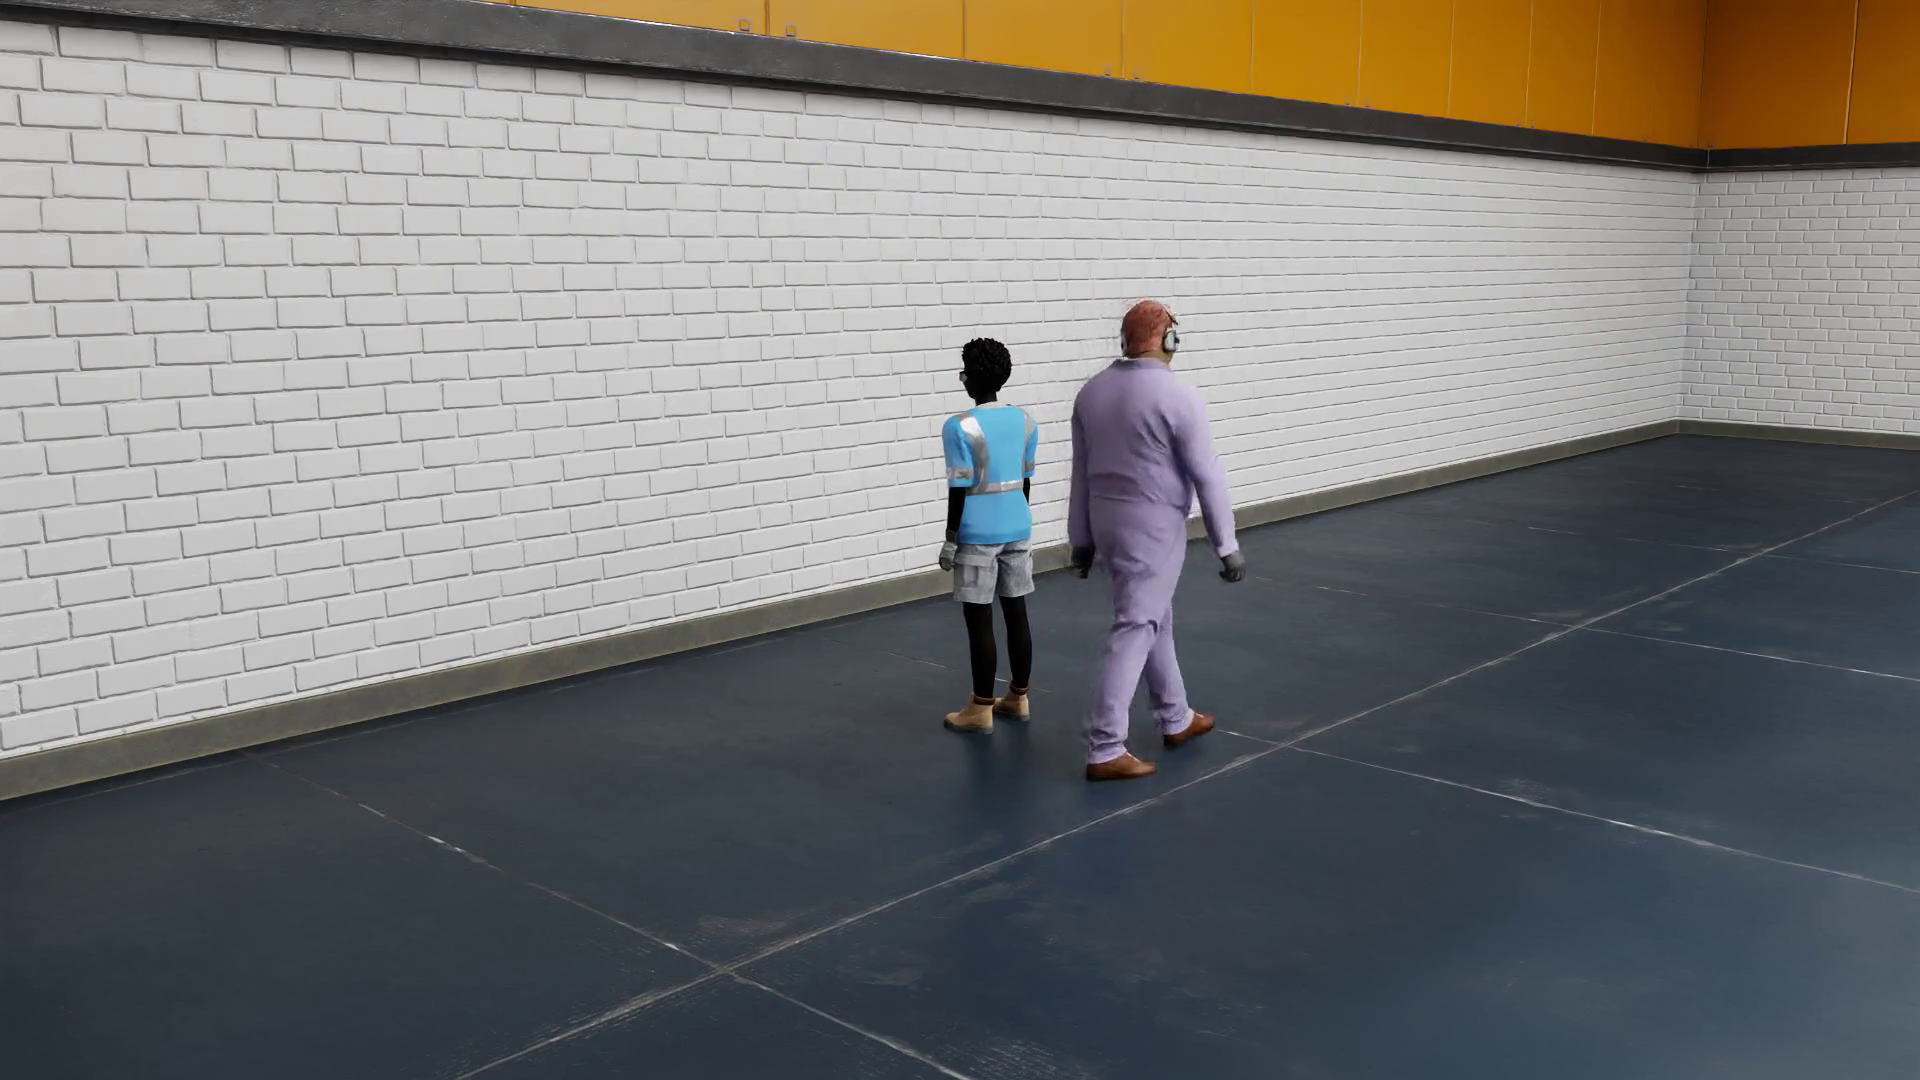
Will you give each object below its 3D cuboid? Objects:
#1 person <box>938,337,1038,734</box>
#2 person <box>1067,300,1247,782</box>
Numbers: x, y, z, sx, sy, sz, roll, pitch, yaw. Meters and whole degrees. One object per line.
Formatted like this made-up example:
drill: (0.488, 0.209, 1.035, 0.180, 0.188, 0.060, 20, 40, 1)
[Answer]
person: (0.120, -0.017, 7.151, 0.322, 1.696, 0.536, 10, 14, 44)
person: (0.823, -0.007, 6.620, 0.933, 1.859, 0.669, -6, 12, -32)
